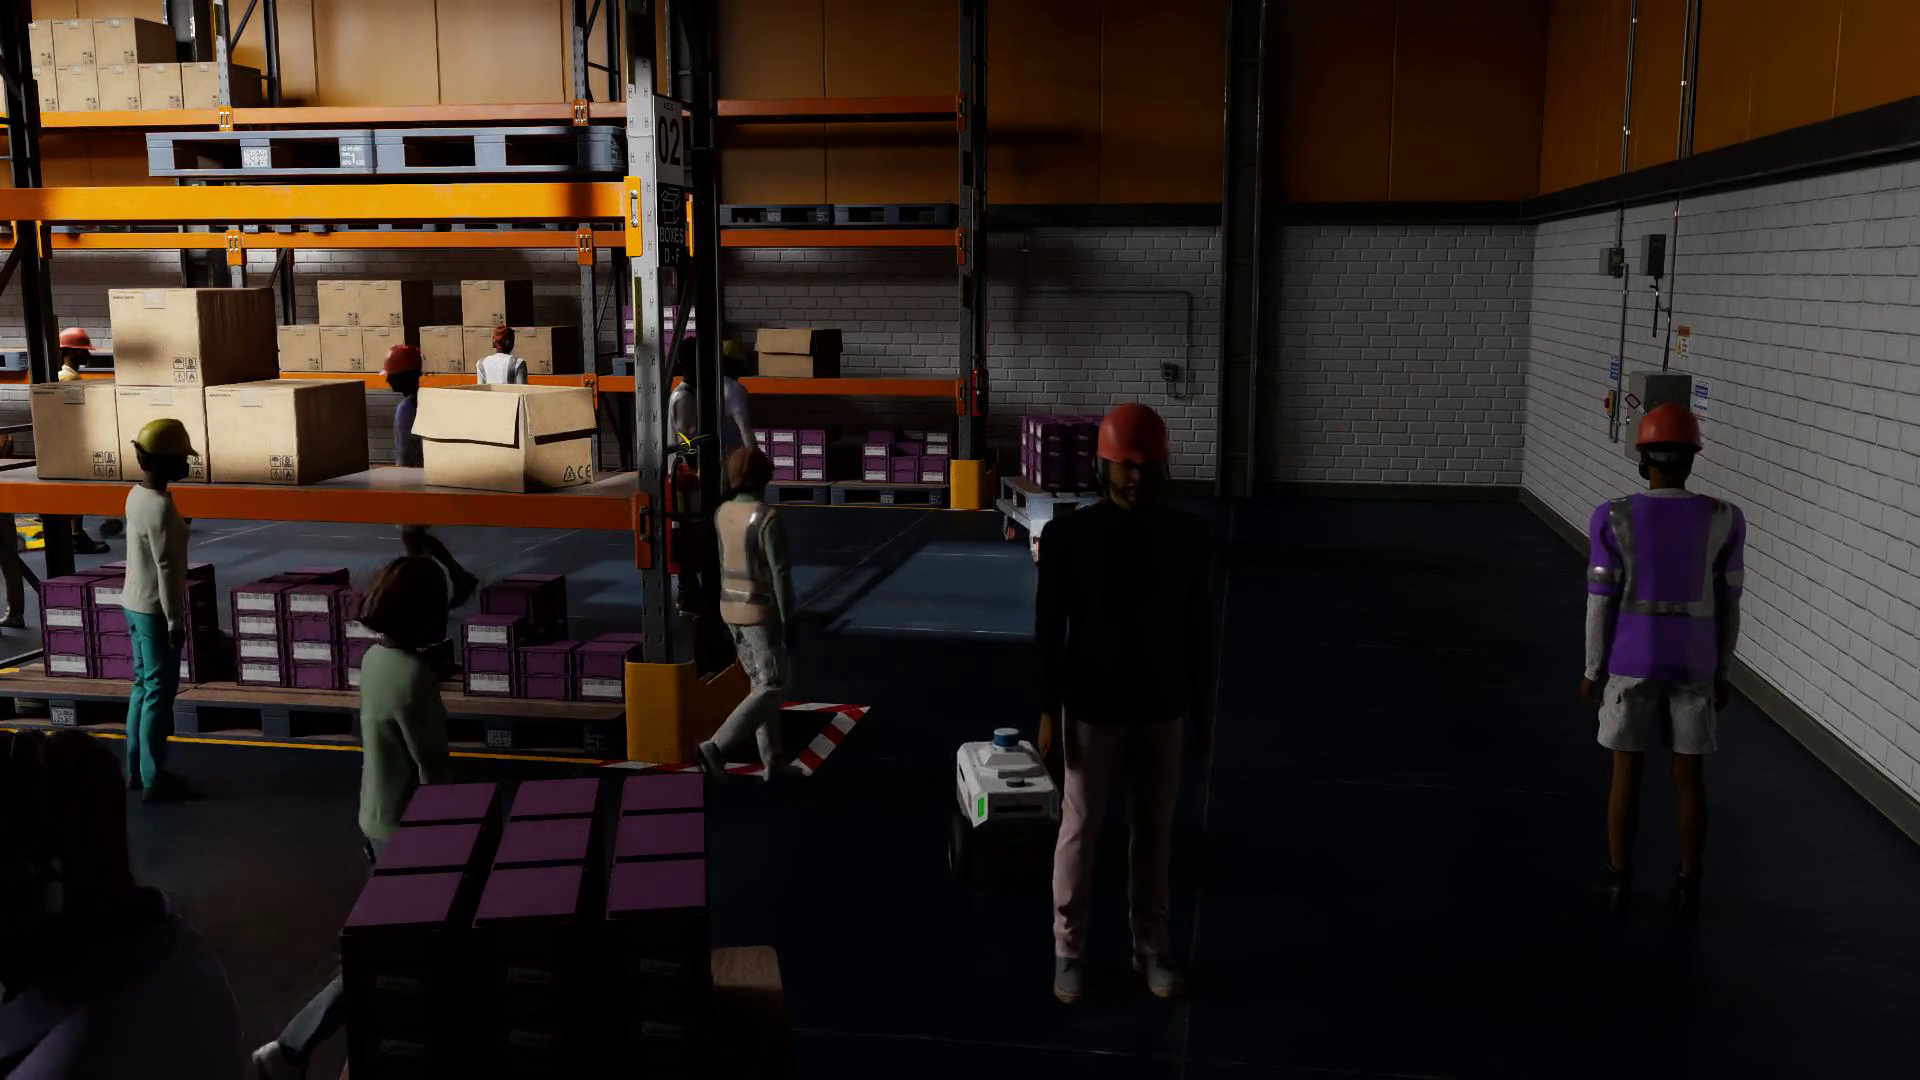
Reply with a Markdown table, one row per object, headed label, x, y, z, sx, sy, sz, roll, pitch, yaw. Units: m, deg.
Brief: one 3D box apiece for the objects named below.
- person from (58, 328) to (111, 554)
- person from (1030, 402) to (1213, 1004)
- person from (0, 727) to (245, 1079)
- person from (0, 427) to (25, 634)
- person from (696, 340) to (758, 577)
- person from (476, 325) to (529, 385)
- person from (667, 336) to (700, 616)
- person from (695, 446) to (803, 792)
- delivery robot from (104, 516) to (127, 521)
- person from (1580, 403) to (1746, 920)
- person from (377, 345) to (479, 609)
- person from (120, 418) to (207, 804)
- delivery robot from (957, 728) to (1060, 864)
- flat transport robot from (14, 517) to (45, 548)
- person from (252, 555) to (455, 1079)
| label | x | y | z | sx | sy | sz | roll | pitch | yaw |
| --- | --- | --- | --- | --- | --- | --- | --- | --- | --- |
| person | -7.547 | -0.848 | 14.269 | 0.363 | 1.934 | 0.553 | -6 | 11 | -31 |
| person | 0.544 | 0.540 | 5.479 | 0.622 | 1.990 | 0.401 | -2 | 9 | -12 |
| person | -1.013 | 1.144 | 2.107 | 0.853 | 1.879 | 0.655 | -3 | 10 | -19 |
| person | -6.480 | -0.183 | 11.067 | 0.308 | 1.638 | 0.511 | 2 | 9 | 10 |
| person | -1.963 | -0.657 | 13.303 | 0.918 | 1.868 | 0.706 | -7 | 12 | -38 |
| person | -4.494 | -1.183 | 16.499 | 0.573 | 1.887 | 0.356 | 3 | 10 | 16 |
| person | -1.878 | -0.449 | 11.700 | 0.368 | 1.967 | 0.600 | -2 | 9 | -10 |
| person | -1.005 | 0.373 | 7.713 | 0.574 | 1.610 | 0.534 | -8 | 12 | -40 |
| delivery robot | -7.477 | -0.358 | 15.211 | 0.707 | 0.478 | 0.477 | -3 | 10 | -16 |
| person | 2.601 | 0.456 | 6.209 | 0.543 | 1.927 | 0.383 | 2 | 9 | 13 |
| person | -3.709 | -0.391 | 11.497 | 0.511 | 1.914 | 0.570 | 1 | 9 | 5 |
| person | -3.640 | 0.319 | 7.614 | 0.381 | 1.754 | 0.534 | -7 | 12 | -38 |
| delivery robot | 0.186 | 1.006 | 6.741 | 0.477 | 0.478 | 0.707 | -1 | 9 | -6 |
| flat transport robot | -8.537 | -0.011 | 14.226 | 0.652 | 0.197 | 1.431 | 9 | 13 | 44 |
| person | -1.668 | 0.844 | 4.795 | 0.735 | 1.604 | 0.514 | -5 | 10 | -28 |
